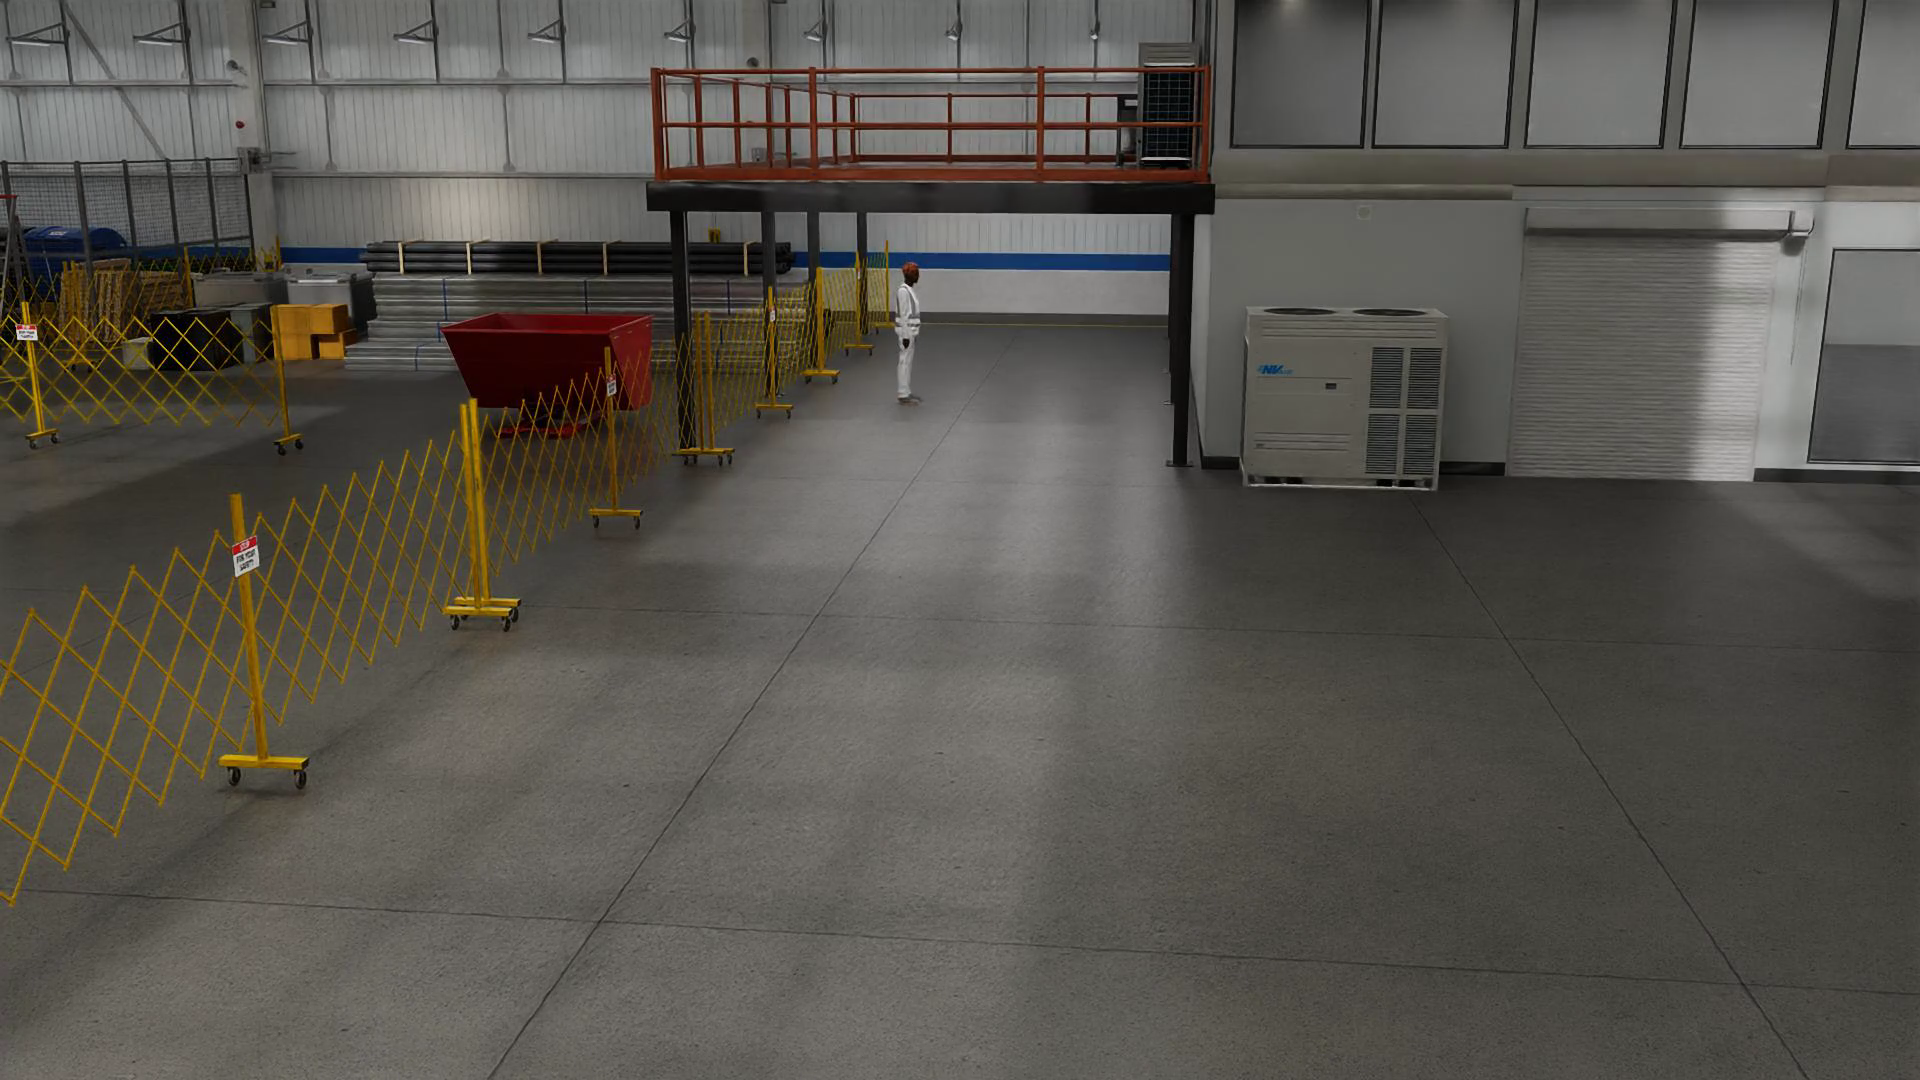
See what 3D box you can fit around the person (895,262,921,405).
[{"bbox_3d":[-0.688,-2.743,22.077,0.337,1.882,0.585,2,14,7],"label":"person"}]
